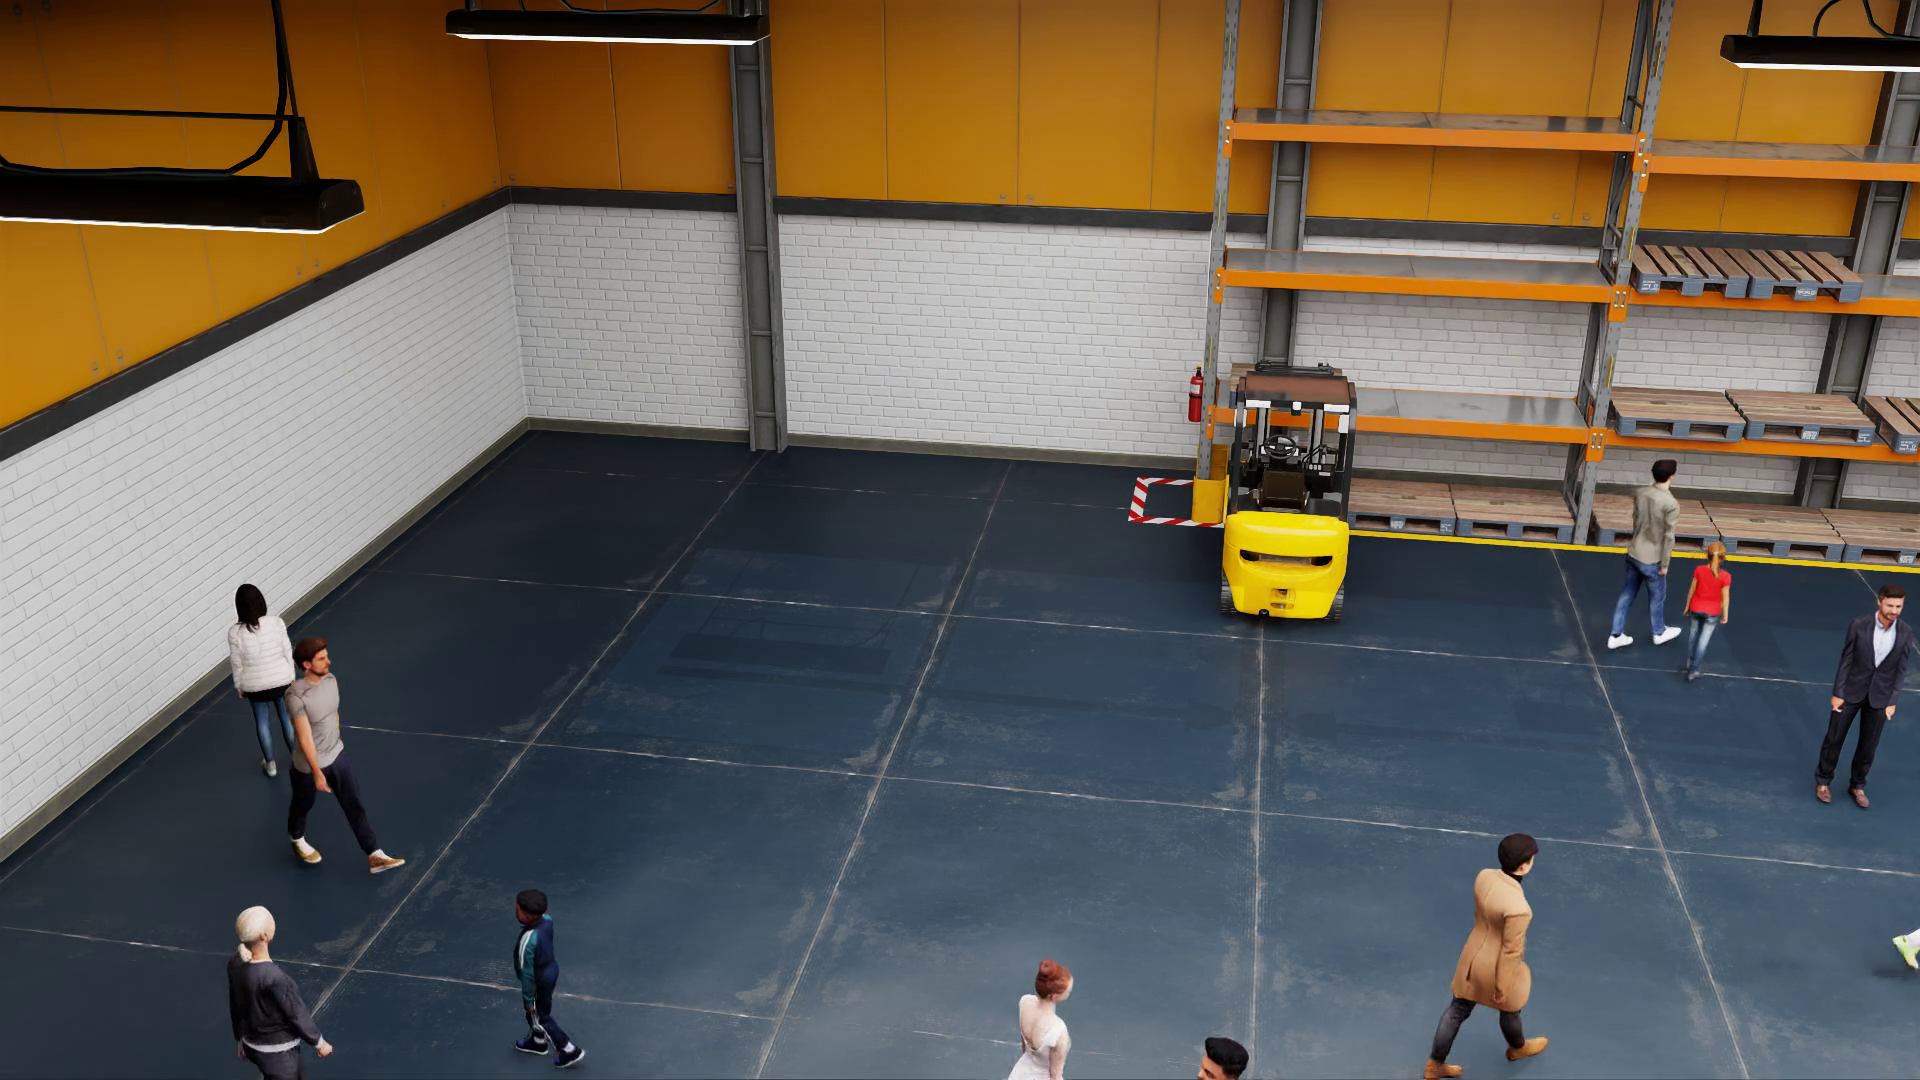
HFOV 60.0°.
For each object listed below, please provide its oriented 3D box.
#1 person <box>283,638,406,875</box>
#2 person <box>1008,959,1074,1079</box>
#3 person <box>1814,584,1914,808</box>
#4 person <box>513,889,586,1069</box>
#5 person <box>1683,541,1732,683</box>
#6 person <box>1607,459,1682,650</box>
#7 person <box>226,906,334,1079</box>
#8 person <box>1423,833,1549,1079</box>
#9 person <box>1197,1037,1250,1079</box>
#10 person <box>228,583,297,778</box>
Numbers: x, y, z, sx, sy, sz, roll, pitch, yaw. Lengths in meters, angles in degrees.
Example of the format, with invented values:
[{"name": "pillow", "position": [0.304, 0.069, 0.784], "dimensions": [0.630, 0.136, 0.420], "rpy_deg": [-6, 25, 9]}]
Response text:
[{"name": "person", "position": [-4.663, 1.571, 11.905], "dimensions": [1.318, 1.828, 0.918], "rpy_deg": [12, 26, 25]}, {"name": "person", "position": [0.324, 2.990, 8.760], "dimensions": [1.115, 1.748, 1.064], "rpy_deg": [-17, 29, -34]}, {"name": "person", "position": [6.941, 1.175, 12.765], "dimensions": [0.550, 1.866, 0.701], "rpy_deg": [7, 25, 16]}, {"name": "person", "position": [-2.526, 2.668, 10.113], "dimensions": [0.708, 1.254, 0.506], "rpy_deg": [4, 24, 9]}, {"name": "person", "position": [6.550, 0.651, 14.674], "dimensions": [0.630, 1.296, 0.690], "rpy_deg": [20, 31, 38]}, {"name": "person", "position": [6.184, 0.162, 15.118], "dimensions": [1.134, 1.836, 1.027], "rpy_deg": [-10, 26, -22]}, {"name": "person", "position": [-3.861, 2.836, 9.178], "dimensions": [0.996, 1.696, 0.932], "rpy_deg": [16, 28, 32]}, {"name": "person", "position": [3.090, 2.532, 9.894], "dimensions": [1.227, 1.679, 1.036], "rpy_deg": [-9, 25, -19]}, {"name": "person", "position": [1.383, 3.177, 8.268], "dimensions": [0.869, 1.800, 0.841], "rpy_deg": [-8, 25, -18]}, {"name": "person", "position": [-5.515, 1.103, 13.220], "dimensions": [0.678, 1.633, 0.765], "rpy_deg": [-12, 26, -25]}]
